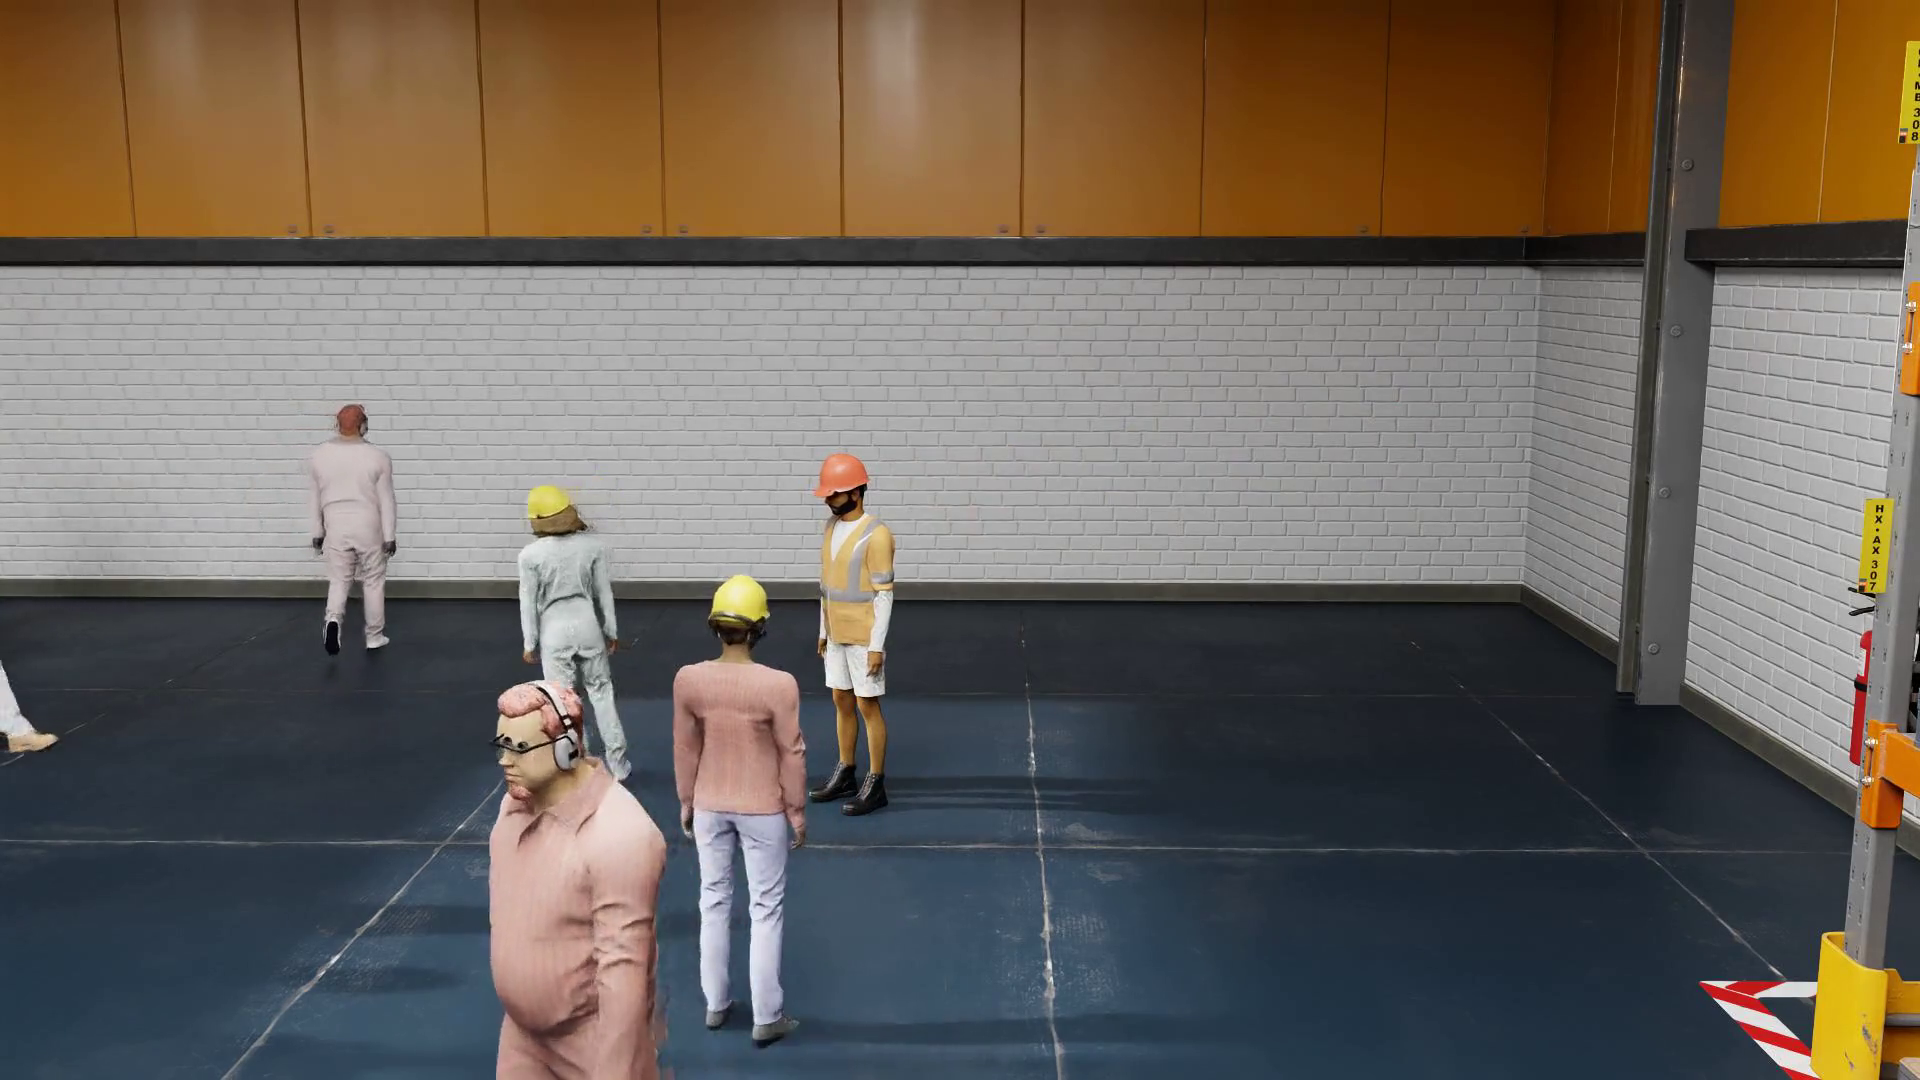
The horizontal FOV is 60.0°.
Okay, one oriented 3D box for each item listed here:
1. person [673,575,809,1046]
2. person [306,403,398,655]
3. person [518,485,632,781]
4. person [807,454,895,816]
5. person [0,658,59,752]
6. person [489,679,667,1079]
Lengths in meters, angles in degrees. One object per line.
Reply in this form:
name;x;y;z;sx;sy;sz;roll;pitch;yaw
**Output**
person;-0.828;1.025;6.245;0.535;1.782;0.440;3;10;17
person;-4.499;-0.067;12.335;0.654;1.882;0.687;0;9;-2
person;-2.156;0.539;9.251;0.570;1.709;0.360;-5;11;-29
person;-0.588;0.497;8.834;0.374;1.927;0.542;-8;12;-40
person;-5.948;0.423;9.727;1.002;1.792;0.632;0;9;-1
person;-0.946;1.258;4.439;0.649;1.875;0.863;8;12;39
